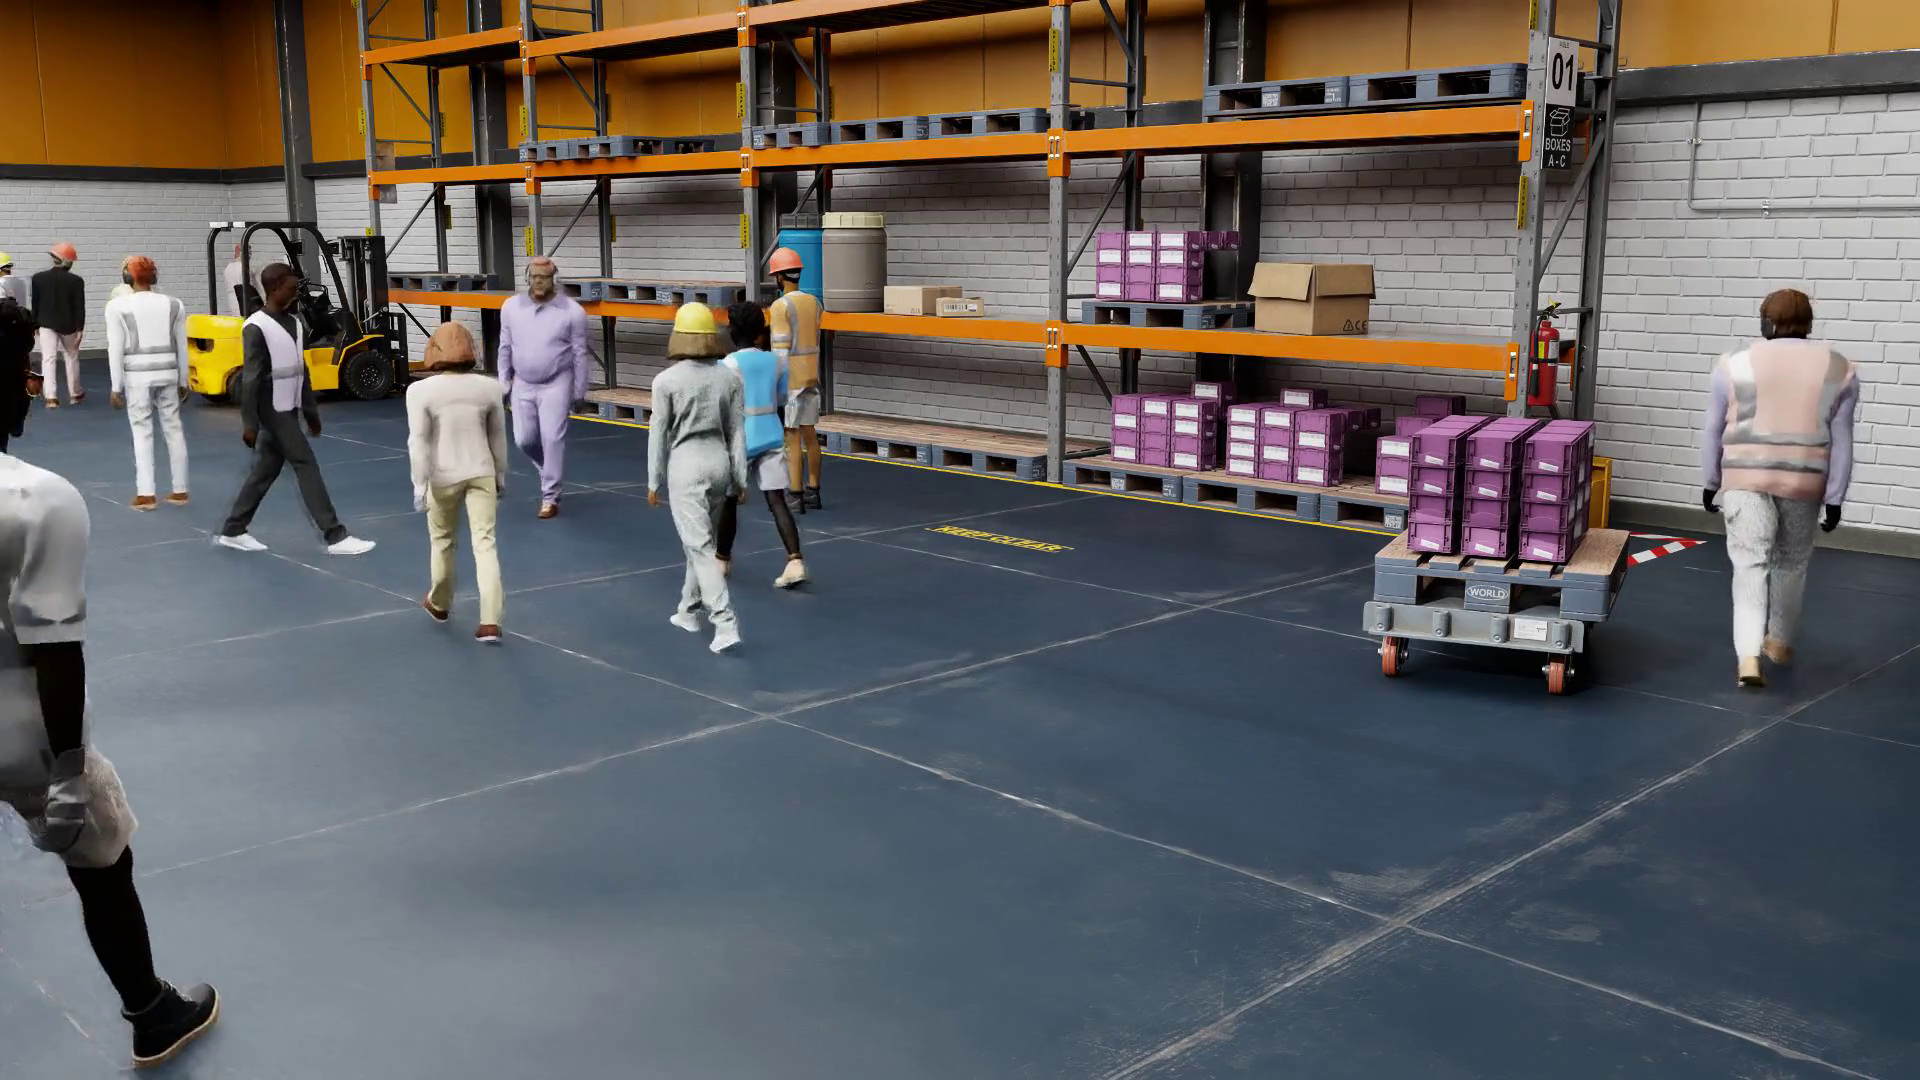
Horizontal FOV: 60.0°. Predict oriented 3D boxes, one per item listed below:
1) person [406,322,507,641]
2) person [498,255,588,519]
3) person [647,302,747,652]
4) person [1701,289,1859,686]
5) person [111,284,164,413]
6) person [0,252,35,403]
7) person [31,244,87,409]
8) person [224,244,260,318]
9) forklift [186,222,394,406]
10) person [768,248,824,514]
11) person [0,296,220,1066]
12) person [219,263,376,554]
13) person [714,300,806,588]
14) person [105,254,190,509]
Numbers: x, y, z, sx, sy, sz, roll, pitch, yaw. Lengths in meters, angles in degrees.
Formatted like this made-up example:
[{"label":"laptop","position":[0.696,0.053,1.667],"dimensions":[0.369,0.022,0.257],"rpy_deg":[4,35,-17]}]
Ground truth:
[{"label":"person","position":[-2.539,-0.304,8.420],"dimensions":[0.517,1.583,0.878],"rpy_deg":[-7,12,-32]},{"label":"person","position":[-3.019,-1.129,12.143],"dimensions":[0.648,1.883,0.745],"rpy_deg":[1,10,5]},{"label":"person","position":[-1.284,-0.322,8.223],"dimensions":[0.497,1.701,0.876],"rpy_deg":[-7,13,-35]},{"label":"person","position":[3.714,-0.244,7.594],"dimensions":[0.618,1.795,0.948],"rpy_deg":[3,11,17]},{"label":"person","position":[-9.364,-2.332,19.003],"dimensions":[0.596,1.781,0.942],"rpy_deg":[-9,14,-42]},{"label":"person","position":[-11.366,-2.521,19.869],"dimensions":[0.404,1.827,0.601],"rpy_deg":[0,10,-1]},{"label":"person","position":[-10.609,-2.516,19.608],"dimensions":[0.628,1.922,1.071],"rpy_deg":[-3,11,-14]},{"label":"person","position":[-10.424,-3.364,24.276],"dimensions":[0.638,1.901,0.402],"rpy_deg":[9,14,41]},{"label":"forklift","position":[-8.169,-2.758,20.163],"dimensions":[2.313,2.155,1.214],"rpy_deg":[-10,14,-44]},{"label":"person","position":[-1.226,-1.151,12.123],"dimensions":[0.375,1.930,0.542],"rpy_deg":[6,12,29]},{"label":"person","position":[-2.135,0.413,3.662],"dimensions":[0.609,1.919,1.041],"rpy_deg":[2,11,11]},{"label":"person","position":[-4.295,-0.822,10.558],"dimensions":[1.046,1.857,0.601],"rpy_deg":[0,10,-1]},{"label":"person","position":[-1.192,-0.552,9.598],"dimensions":[0.538,1.655,0.883],"rpy_deg":[-9,14,-40]},{"label":"person","position":[-6.009,-1.171,12.357],"dimensions":[0.341,1.882,0.583],"rpy_deg":[9,14,40]}]
